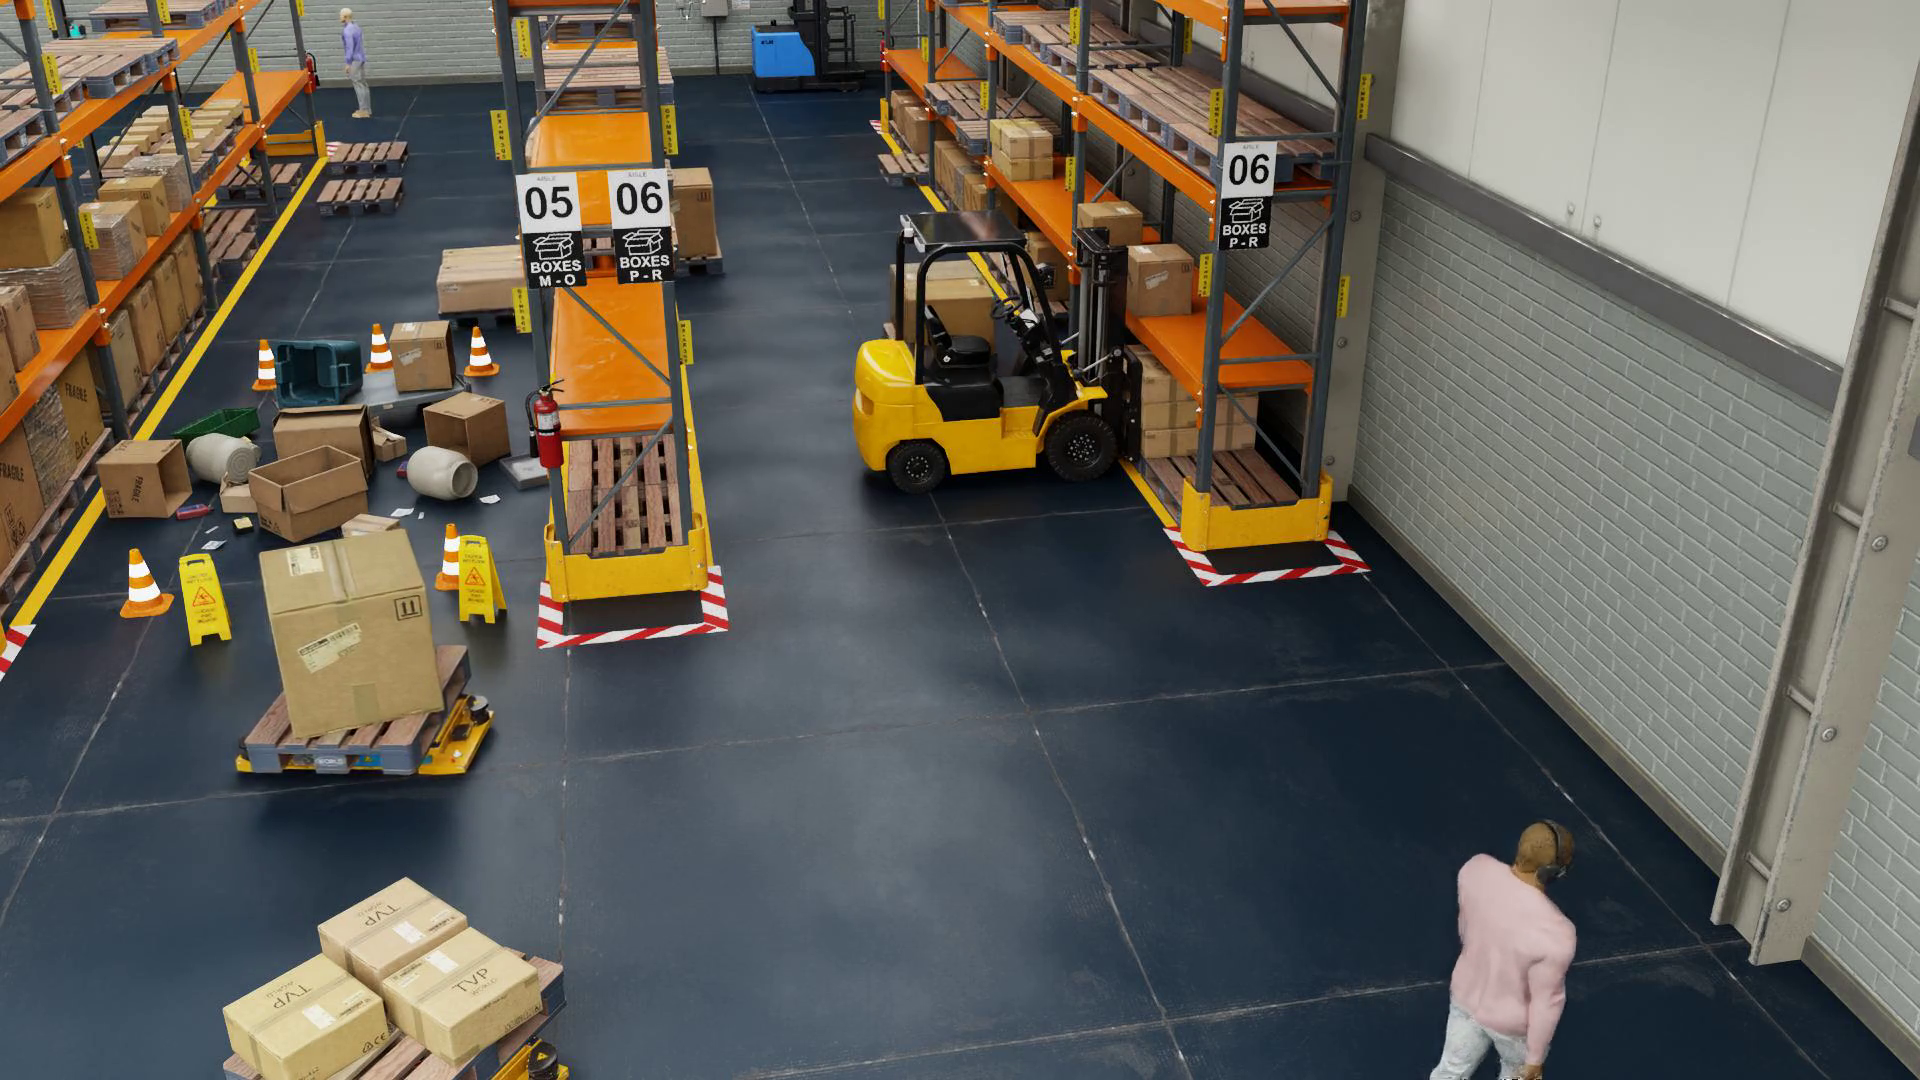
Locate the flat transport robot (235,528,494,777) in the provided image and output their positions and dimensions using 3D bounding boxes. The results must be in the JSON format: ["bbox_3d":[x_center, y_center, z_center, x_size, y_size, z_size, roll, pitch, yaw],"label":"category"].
[{"bbox_3d":[-3.765,1.231,10.565,1.431,0.231,0.659,1,26,1],"label":"flat transport robot"}]

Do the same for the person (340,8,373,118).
[{"bbox_3d":[-10.242,-8.096,28.222,0.378,1.797,0.604,1,26,1],"label":"person"}]

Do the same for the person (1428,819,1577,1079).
[{"bbox_3d":[2.348,1.990,7.146,0.796,1.911,0.651,-15,29,-28],"label":"person"}]

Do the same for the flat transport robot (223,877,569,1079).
[{"bbox_3d":[-2.656,2.501,7.920,1.431,0.231,0.659,11,28,22],"label":"flat transport robot"}]

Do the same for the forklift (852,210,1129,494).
[{"bbox_3d":[0.216,-1.659,14.366,2.313,2.155,1.214,-5,26,-10],"label":"forklift"}]

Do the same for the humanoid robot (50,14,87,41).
[{"bbox_3d":[-14.615,-7.811,27.750,0.558,1.794,0.938,-22,34,-38],"label":"humanoid robot"}]

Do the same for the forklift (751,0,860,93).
[{"bbox_3d":[-2.872,-9.679,30.288,1.873,2.768,1.129,-5,26,-10],"label":"forklift"}]
